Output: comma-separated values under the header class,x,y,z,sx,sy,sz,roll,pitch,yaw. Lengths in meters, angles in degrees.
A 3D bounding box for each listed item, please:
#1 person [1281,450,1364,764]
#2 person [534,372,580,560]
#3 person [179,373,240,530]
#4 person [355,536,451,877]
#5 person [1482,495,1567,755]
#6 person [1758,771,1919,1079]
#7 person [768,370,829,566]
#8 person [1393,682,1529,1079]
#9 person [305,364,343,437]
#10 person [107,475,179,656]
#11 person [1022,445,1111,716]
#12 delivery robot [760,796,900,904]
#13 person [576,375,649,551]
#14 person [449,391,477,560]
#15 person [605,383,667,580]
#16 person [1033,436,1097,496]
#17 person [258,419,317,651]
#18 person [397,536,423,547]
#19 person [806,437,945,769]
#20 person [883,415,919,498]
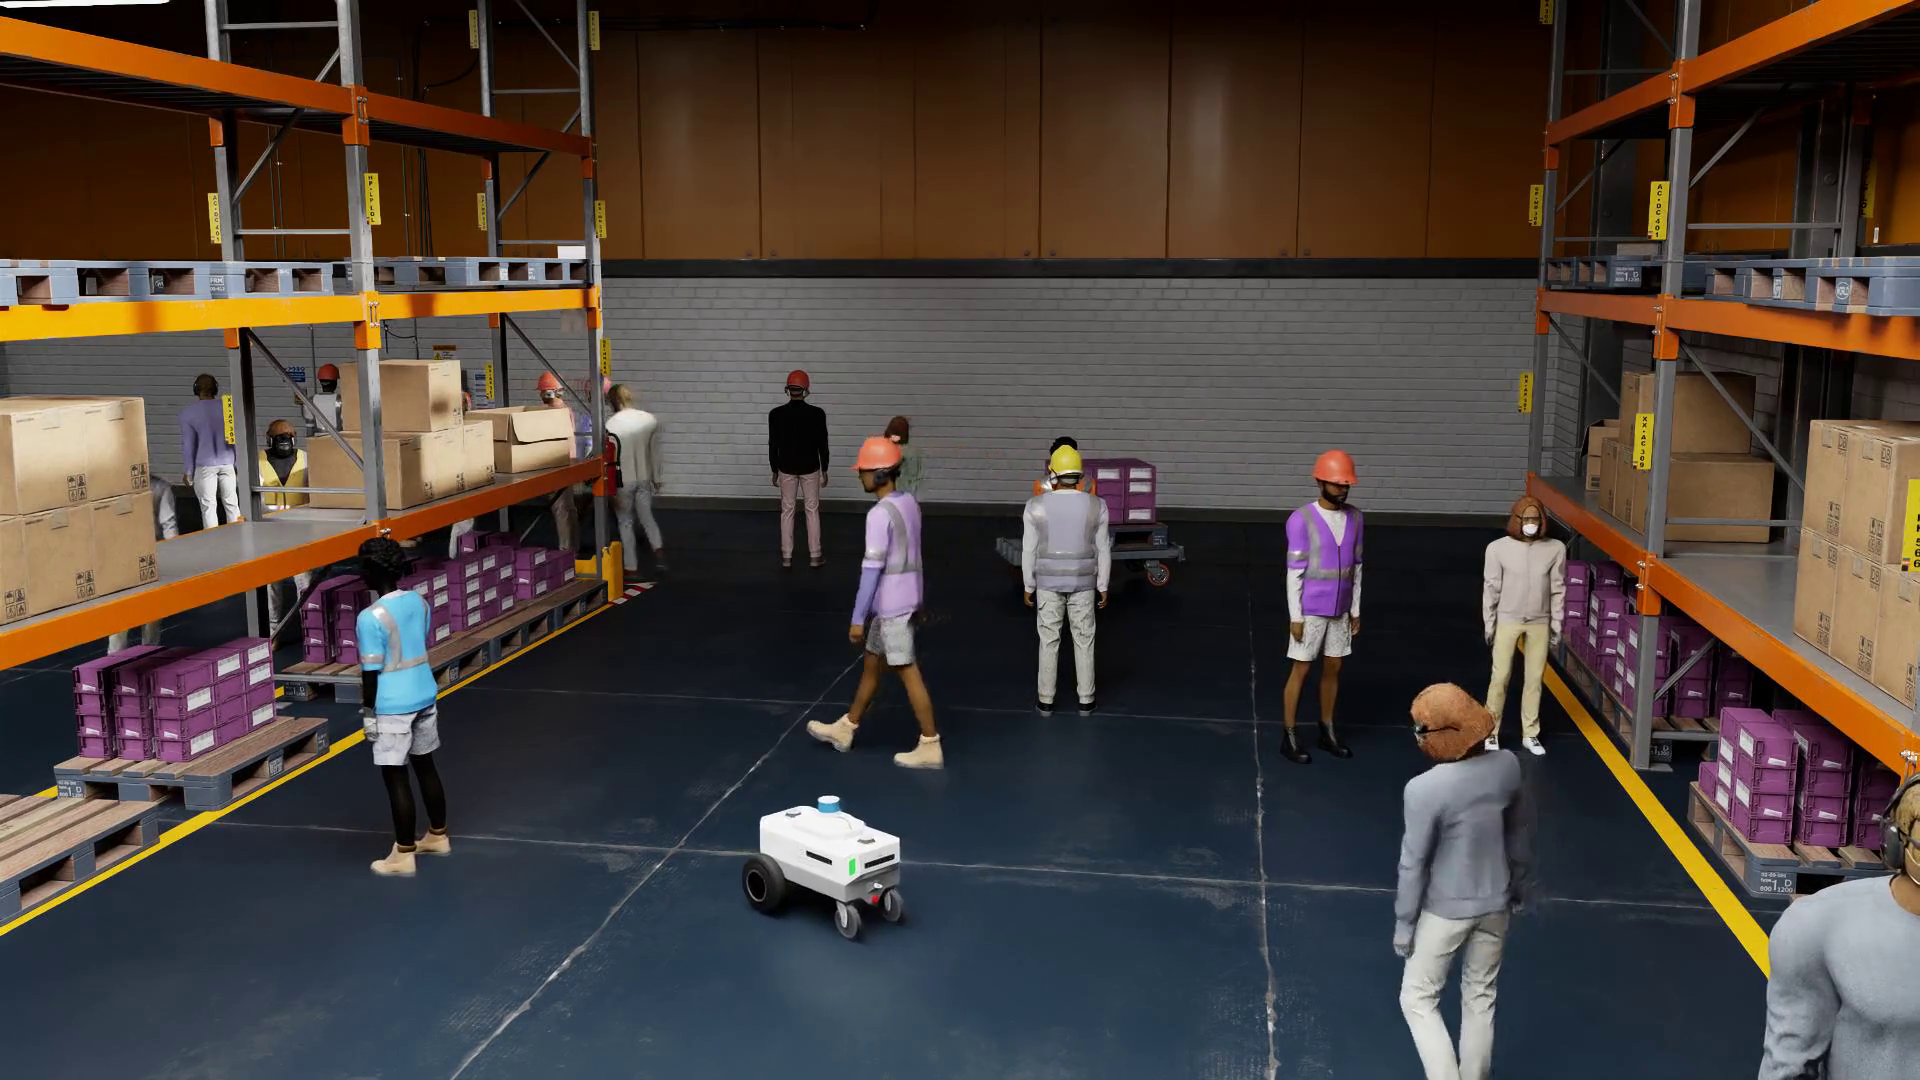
class,x,y,z,sx,sy,sz,roll,pitch,yaw
person,2.227,0.408,10.103,0.548,1.927,0.416,-4,10,-24
person,-4.028,-0.686,16.627,0.400,1.989,0.623,1,9,4
person,-7.705,-0.744,17.151,0.373,1.941,0.627,8,12,42
person,-2.794,0.820,8.288,0.324,1.688,0.537,2,10,15
person,3.479,0.528,10.287,0.502,1.624,0.282,0,9,1
person,2.090,1.441,3.675,0.632,1.940,0.372,2,9,9
person,-1.623,-0.718,16.818,0.612,1.995,0.376,0,9,2
person,1.728,1.279,5.686,0.614,1.620,0.362,-3,10,-20
person,-7.149,-1.036,18.956,0.542,1.939,0.359,0,9,0
person,-6.000,0.146,12.059,0.623,1.802,0.746,-3,10,-19
person,0.713,0.277,11.167,0.600,1.835,0.404,0,9,2
delivery robot,-0.604,1.431,7.706,0.707,0.478,0.477,9,13,44
person,-3.761,-0.804,17.661,0.979,1.882,0.565,-1,9,-9
person,-4.632,-0.453,15.545,0.416,1.884,0.592,-9,13,-43
person,-3.109,-0.544,15.957,0.666,1.926,0.627,-8,12,-41
person,0.825,0.029,13.117,0.540,1.698,0.317,-2,9,-10
person,-5.314,-0.039,13.135,0.626,1.836,0.428,-4,10,-24
person,-6.080,-0.847,18.107,0.430,1.837,0.624,-1,9,-4
person,-0.528,0.381,10.031,1.009,1.993,0.638,2,10,15
person,-0.622,-0.400,16.008,0.350,1.611,0.533,-9,13,-43
